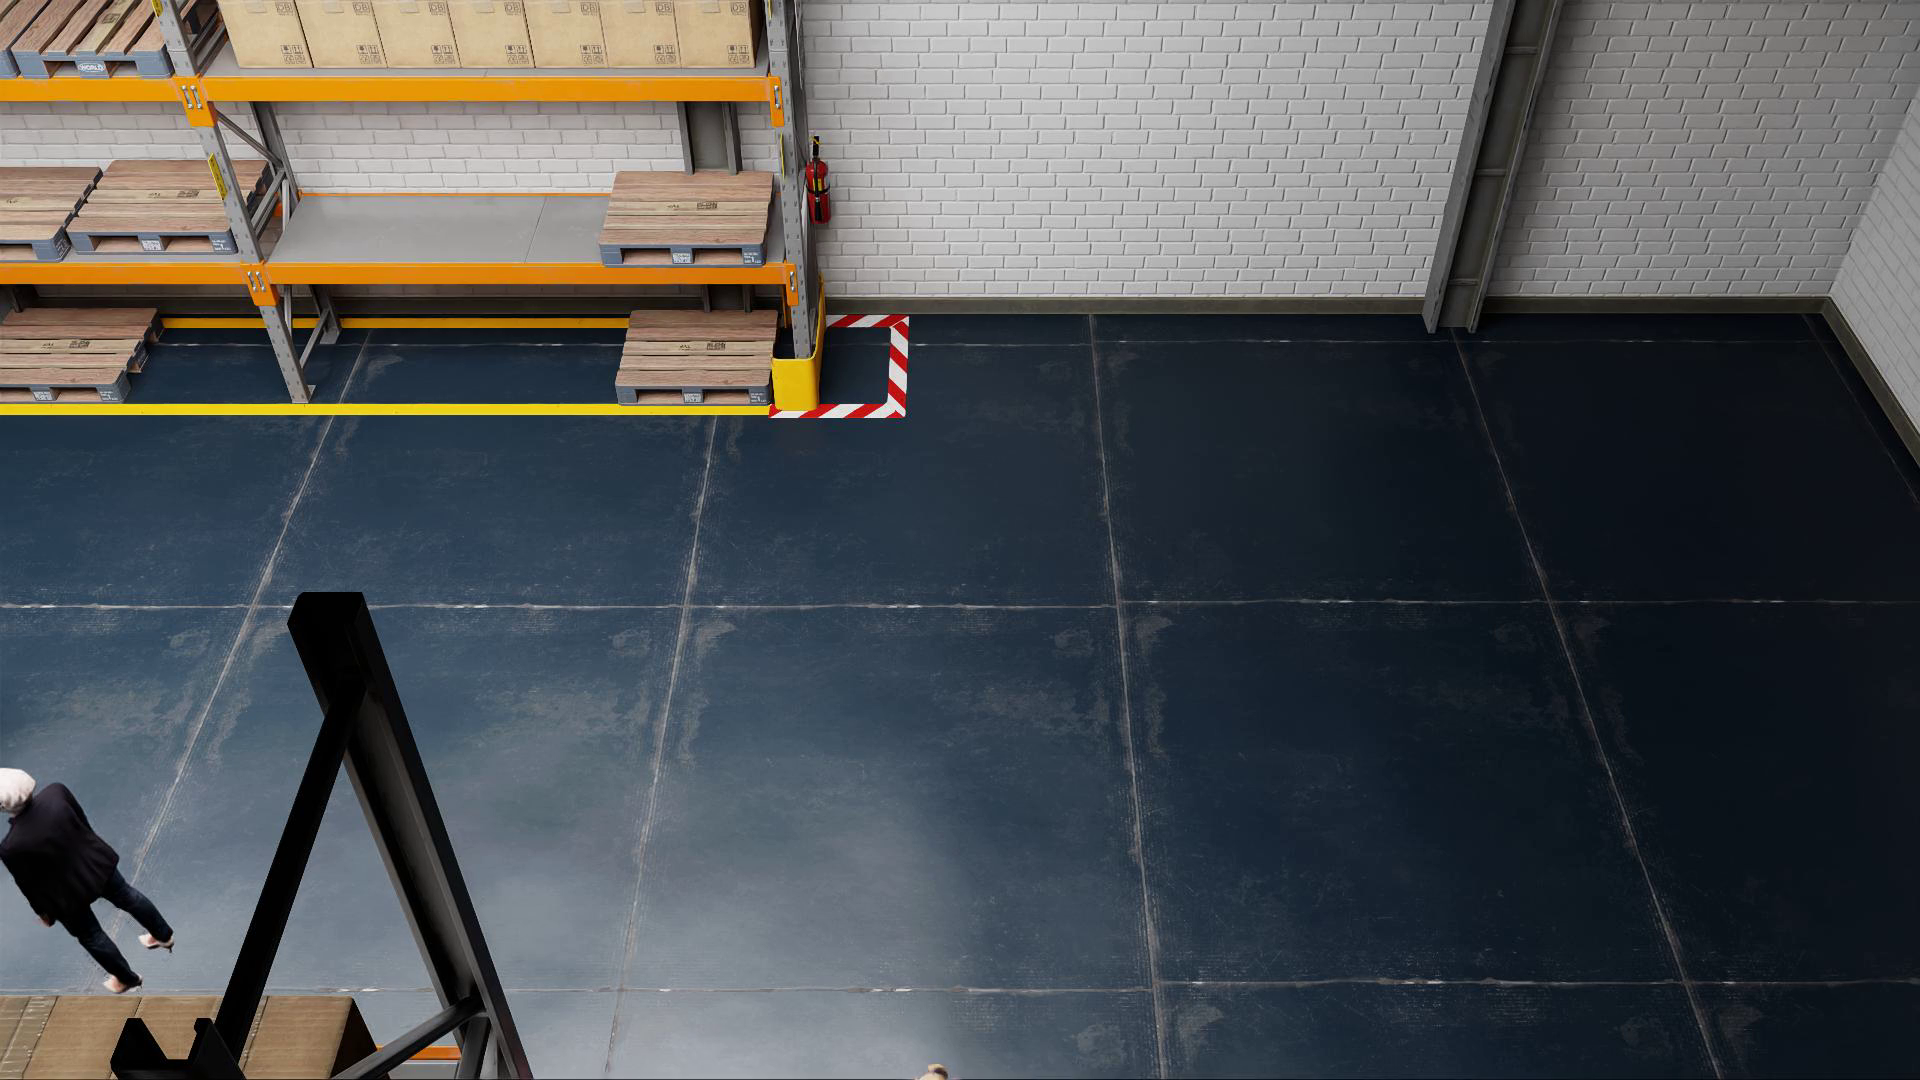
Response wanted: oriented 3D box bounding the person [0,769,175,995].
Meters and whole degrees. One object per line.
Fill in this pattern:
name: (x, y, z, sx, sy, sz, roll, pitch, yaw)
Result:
person: (-4.392, 1.654, 8.287, 0.701, 1.778, 0.790, 15, 46, 15)
